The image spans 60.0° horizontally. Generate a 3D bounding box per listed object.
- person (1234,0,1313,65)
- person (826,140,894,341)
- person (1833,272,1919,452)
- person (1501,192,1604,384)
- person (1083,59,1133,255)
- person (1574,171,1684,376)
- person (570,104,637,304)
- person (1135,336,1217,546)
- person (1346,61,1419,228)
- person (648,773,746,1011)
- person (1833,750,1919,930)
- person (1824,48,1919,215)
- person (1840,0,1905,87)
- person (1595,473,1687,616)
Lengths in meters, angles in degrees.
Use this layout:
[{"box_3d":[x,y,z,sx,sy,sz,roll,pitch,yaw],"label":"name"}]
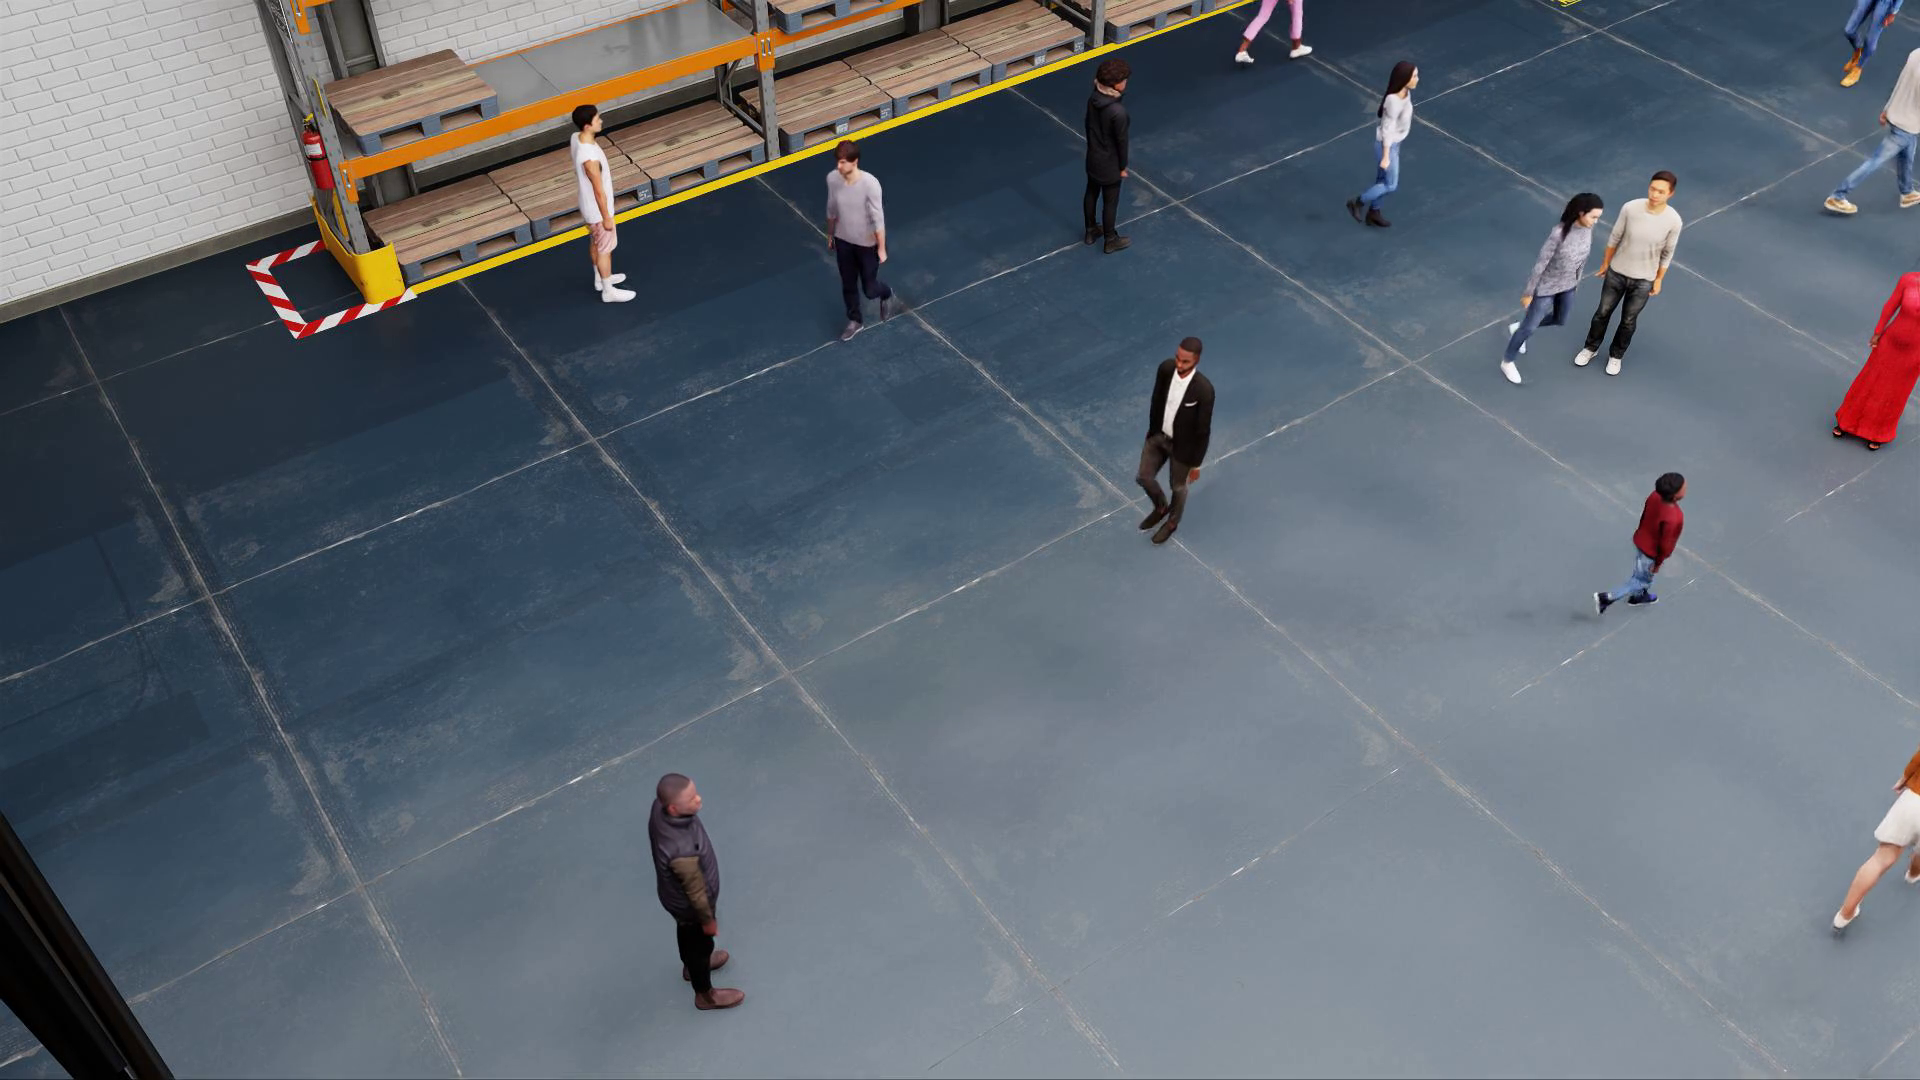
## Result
[{"box_3d":[3.204,-5.604,16.896,1.193,1.694,0.686,-21,48,-21],"label":"person"},{"box_3d":[-0.784,-2.464,13.502,0.875,1.828,0.941,24,48,23],"label":"person"},{"box_3d":[7.081,-1.445,12.465,0.688,1.784,0.687,30,51,28],"label":"person"},{"box_3d":[4.671,-2.054,13.160,0.719,1.707,0.802,-13,45,-13],"label":"person"},{"box_3d":[1.262,-3.319,14.440,0.600,1.773,0.627,-30,51,-28],"label":"person"},{"box_3d":[5.330,-2.133,13.168,0.720,1.811,0.691,23,48,23],"label":"person"},{"box_3d":[-3.048,-2.817,13.904,0.617,1.786,0.686,-17,46,-17],"label":"person"},{"box_3d":[1.565,-0.727,11.704,0.674,1.795,0.740,-34,53,-31],"label":"person"},{"box_3d":[3.715,-3.491,14.728,0.821,1.625,0.752,15,46,15],"label":"person"},{"box_3d":[-1.455,1.883,8.934,0.670,1.837,0.750,-14,45,-14],"label":"person"},{"box_3d":[5.391,1.604,9.347,1.127,1.670,0.626,-27,50,-26],"label":"person"},{"box_3d":[8.305,-3.692,14.776,1.276,1.849,1.178,5,44,5],"label":"person"},{"box_3d":[9.264,-5.393,16.671,0.671,1.698,0.634,-23,48,-22],"label":"person"},{"box_3d":[4.646,0.040,11.298,0.844,1.243,0.711,-4,44,-4],"label":"person"}]
